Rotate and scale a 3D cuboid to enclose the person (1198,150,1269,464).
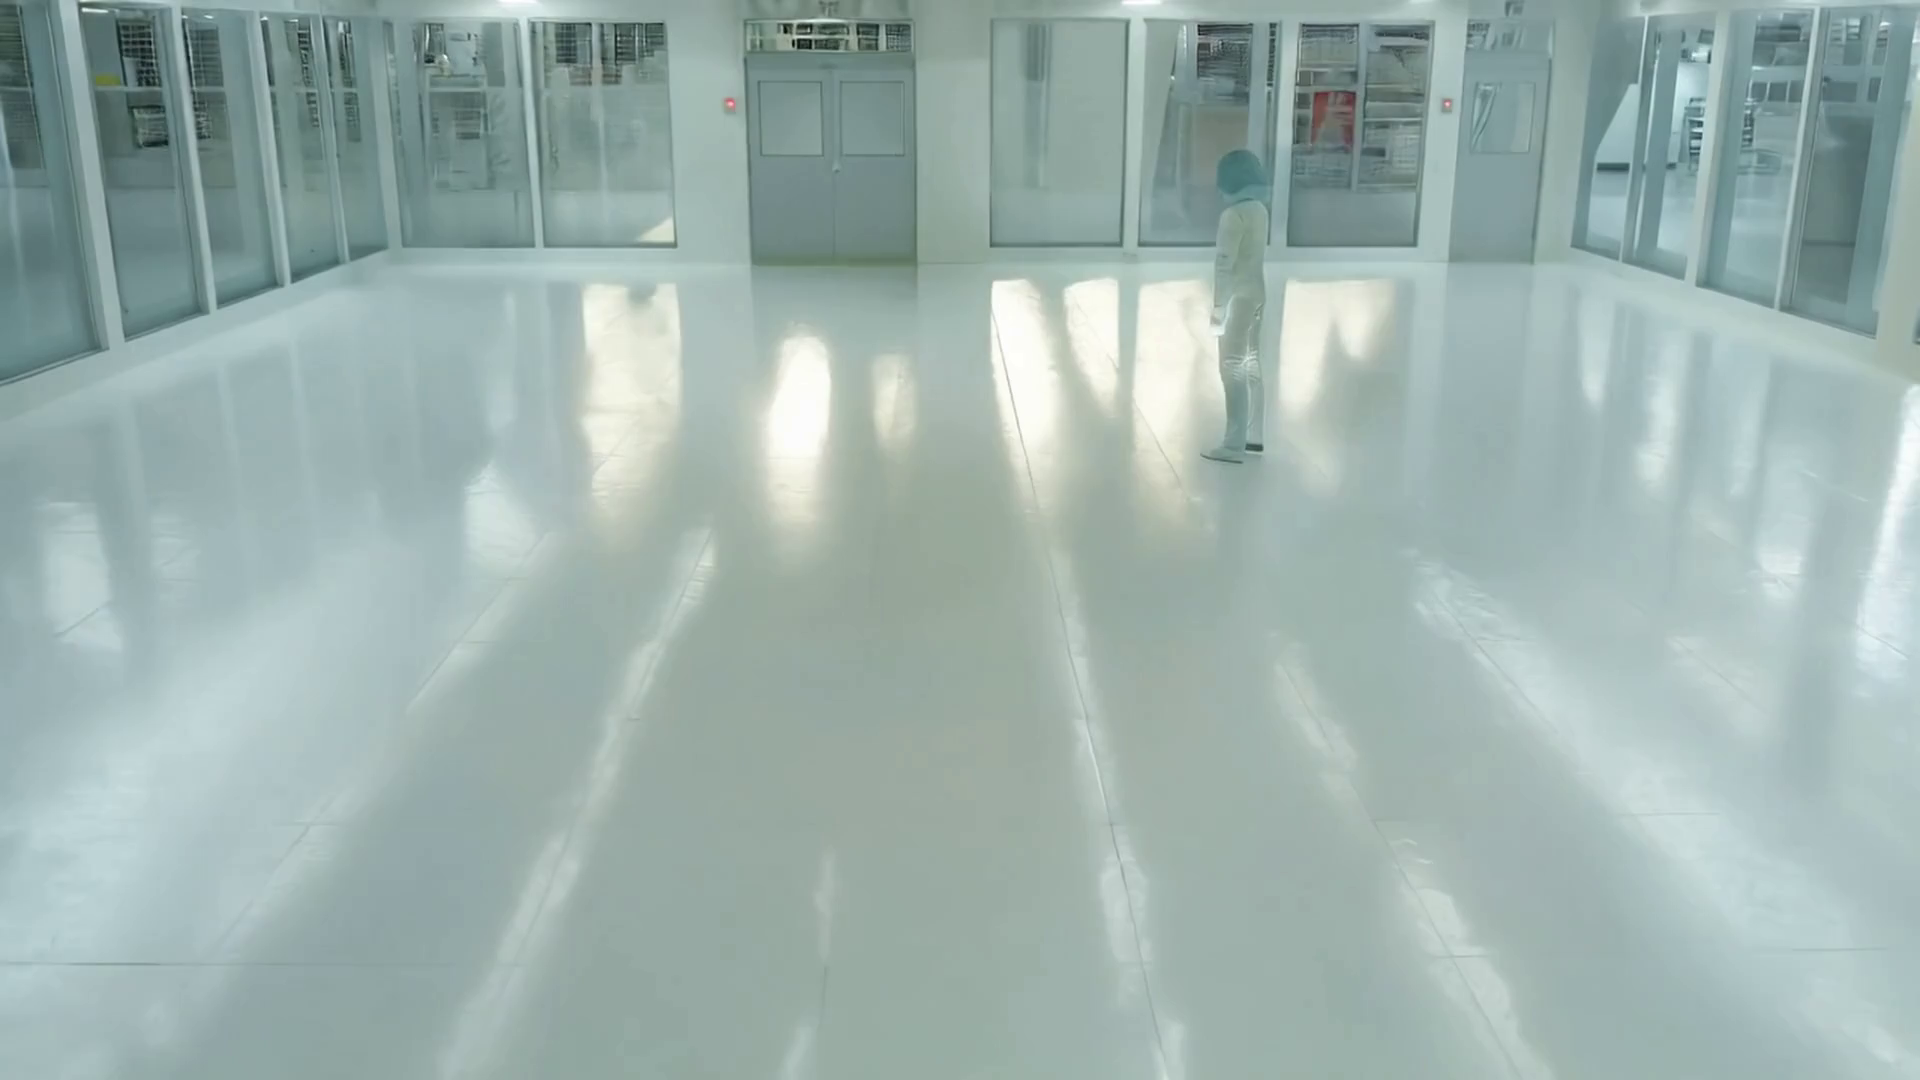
[{"bbox_3d":[1.459,-1.216,8.735,0.280,1.624,0.494,9,19,28],"label":"person"}]
